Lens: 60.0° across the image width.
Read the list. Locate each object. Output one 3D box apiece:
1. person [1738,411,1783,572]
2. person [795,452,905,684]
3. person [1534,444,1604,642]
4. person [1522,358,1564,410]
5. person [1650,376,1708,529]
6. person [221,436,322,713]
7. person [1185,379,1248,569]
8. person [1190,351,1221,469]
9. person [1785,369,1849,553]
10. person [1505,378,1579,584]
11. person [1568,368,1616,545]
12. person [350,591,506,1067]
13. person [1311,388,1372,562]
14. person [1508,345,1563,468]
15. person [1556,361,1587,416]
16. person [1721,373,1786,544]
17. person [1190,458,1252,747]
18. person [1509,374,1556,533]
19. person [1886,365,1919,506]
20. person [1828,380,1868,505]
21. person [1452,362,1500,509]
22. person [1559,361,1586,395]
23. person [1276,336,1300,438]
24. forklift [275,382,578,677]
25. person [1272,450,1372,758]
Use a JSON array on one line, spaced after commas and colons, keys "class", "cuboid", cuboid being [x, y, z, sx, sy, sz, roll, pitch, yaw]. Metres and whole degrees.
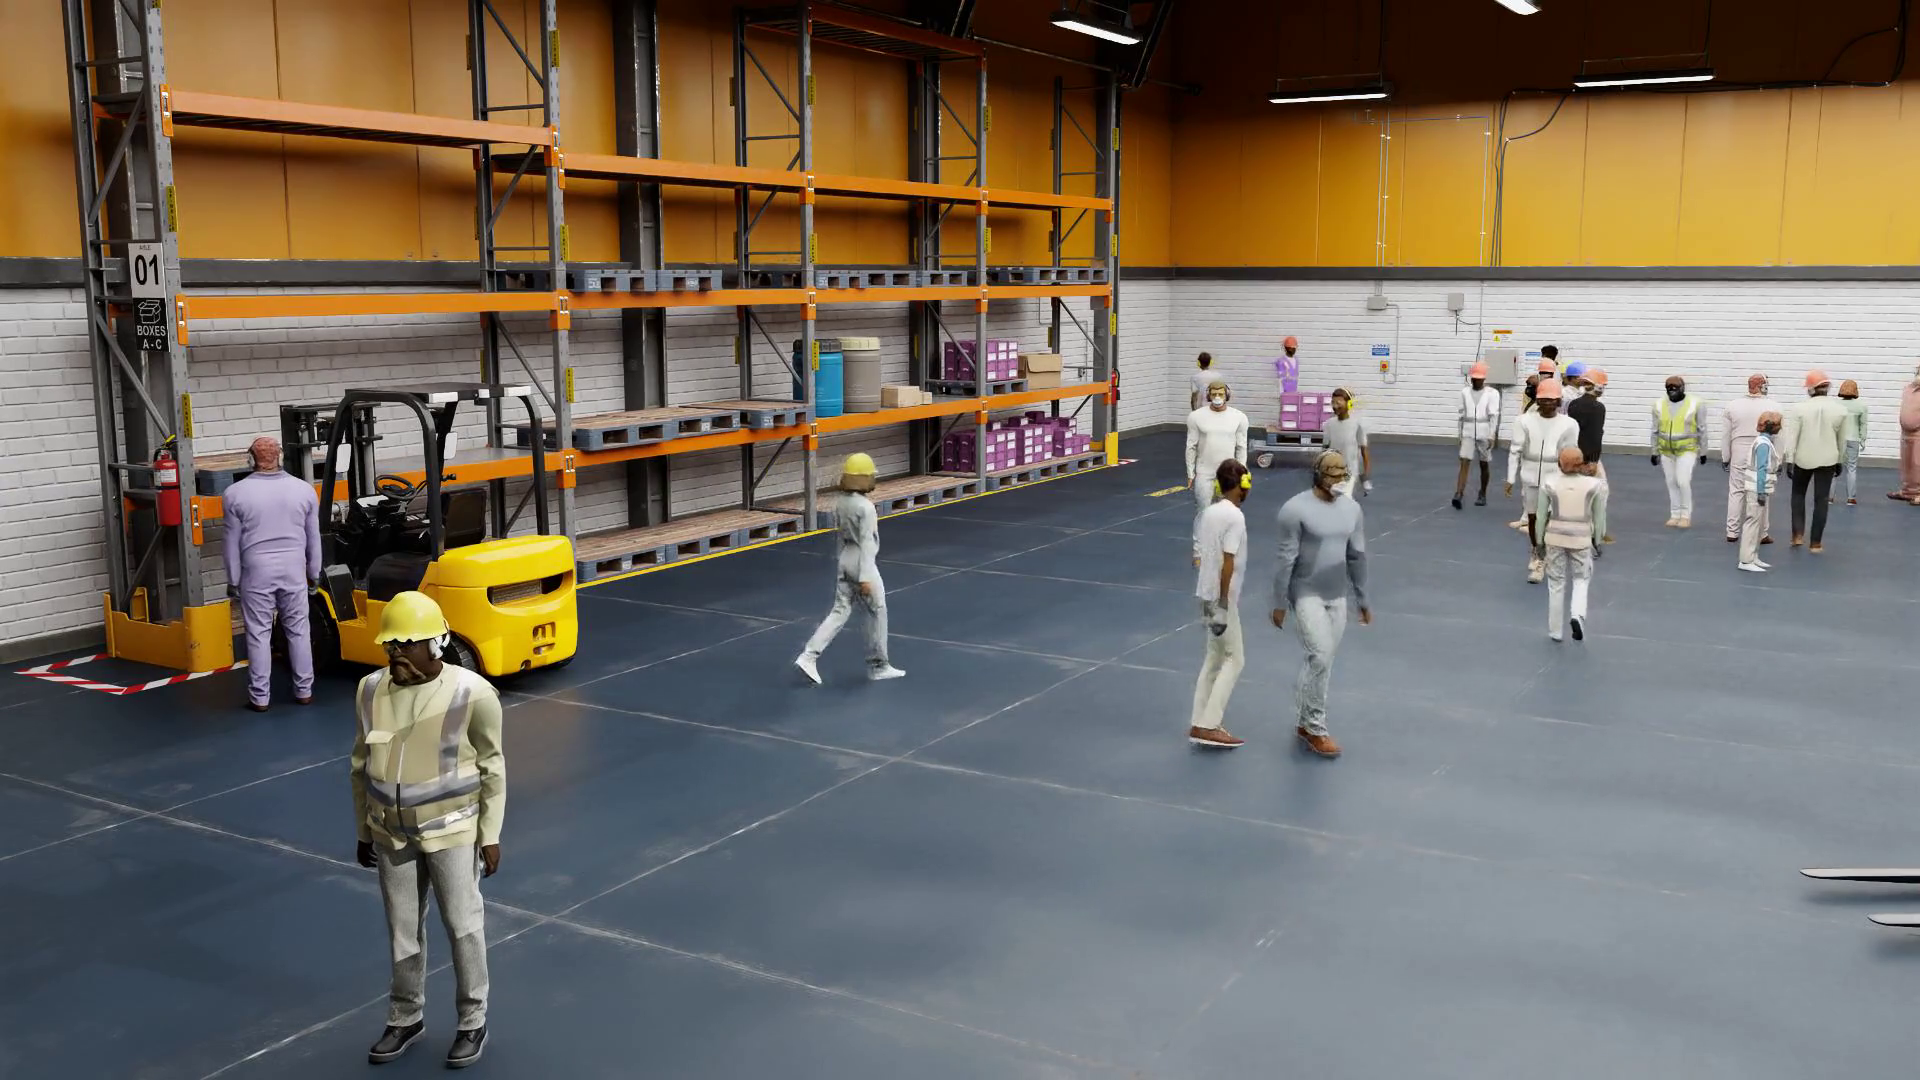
[{"class": "person", "cuboid": [8.109, -0.493, 16.836, 0.320, 1.629, 0.515, 6, 11, 31]}, {"class": "person", "cuboid": [-0.810, 0.213, 12.170, 0.805, 1.717, 0.494, -6, 11, -34]}, {"class": "person", "cuboid": [4.938, 0.039, 13.497, 0.538, 1.624, 0.416, 3, 10, 17]}, {"class": "person", "cuboid": [7.431, -1.344, 21.189, 0.551, 1.937, 0.357, 3, 10, 17]}, {"class": "person", "cuboid": [8.482, -1.039, 19.697, 0.561, 1.810, 0.640, -8, 12, -40]}, {"class": "person", "cuboid": [-4.748, 0.231, 11.490, 0.642, 1.902, 0.402, -7, 11, -37]}, {"class": "person", "cuboid": [2.608, -0.663, 16.936, 0.629, 1.940, 0.373, 1, 9, 6]}, {"class": "person", "cuboid": [3.733, -1.935, 25.193, 0.516, 1.846, 0.795, 0, 9, -1]}, {"class": "person", "cuboid": [9.295, -0.866, 18.076, 0.632, 1.971, 0.642, 3, 10, 19]}, {"class": "person", "cuboid": [5.766, -0.607, 16.454, 0.629, 2.001, 1.062, 5, 10, 28]}, {"class": "person", "cuboid": [6.987, -0.915, 18.414, 0.762, 1.961, 0.636, -3, 10, -20]}, {"class": "person", "cuboid": [-2.029, 1.092, 6.310, 0.601, 1.830, 0.404, 1, 9, 9]}, {"class": "person", "cuboid": [3.854, -0.627, 17.059, 0.894, 1.822, 0.573, -8, 12, -42]}, {"class": "person", "cuboid": [9.058, -2.040, 25.621, 1.001, 1.911, 0.645, 5, 10, 27]}, {"class": "person", "cuboid": [7.435, -1.201, 20.258, 0.389, 1.949, 0.602, 7, 11, 37]}, {"class": "person", "cuboid": [8.851, -0.907, 18.562, 0.651, 1.904, 0.401, 8, 12, 39]}, {"class": "person", "cuboid": [1.678, 0.394, 10.672, 0.465, 1.830, 0.555, -3, 9, -16]}, {"class": "person", "cuboid": [6.685, -1.010, 19.400, 0.429, 1.844, 0.625, 0, 9, 2]}, {"class": "person", "cuboid": [12.455, -1.386, 21.673, 0.471, 1.870, 0.776, -2, 9, -13]}, {"class": "person", "cuboid": [11.536, -1.272, 21.685, 0.500, 1.633, 0.281, 5, 10, 27]}, {"class": "person", "cuboid": [6.594, -1.331, 21.276, 0.545, 1.877, 0.988, 5, 10, 29]}, {"class": "person", "cuboid": [8.471, -1.610, 23.312, 0.614, 1.781, 0.954, 5, 11, 31]}, {"class": "person", "cuboid": [5.804, -2.621, 29.217, 0.569, 1.914, 0.410, -8, 12, -40]}, {"class": "forklift", "cuboid": [-3.974, -0.067, 12.417, 2.313, 2.155, 1.214, 5, 11, 30]}, {"class": "person", "cuboid": [2.308, 0.394, 10.393, 0.643, 1.913, 0.632, -5, 11, -30]}]
